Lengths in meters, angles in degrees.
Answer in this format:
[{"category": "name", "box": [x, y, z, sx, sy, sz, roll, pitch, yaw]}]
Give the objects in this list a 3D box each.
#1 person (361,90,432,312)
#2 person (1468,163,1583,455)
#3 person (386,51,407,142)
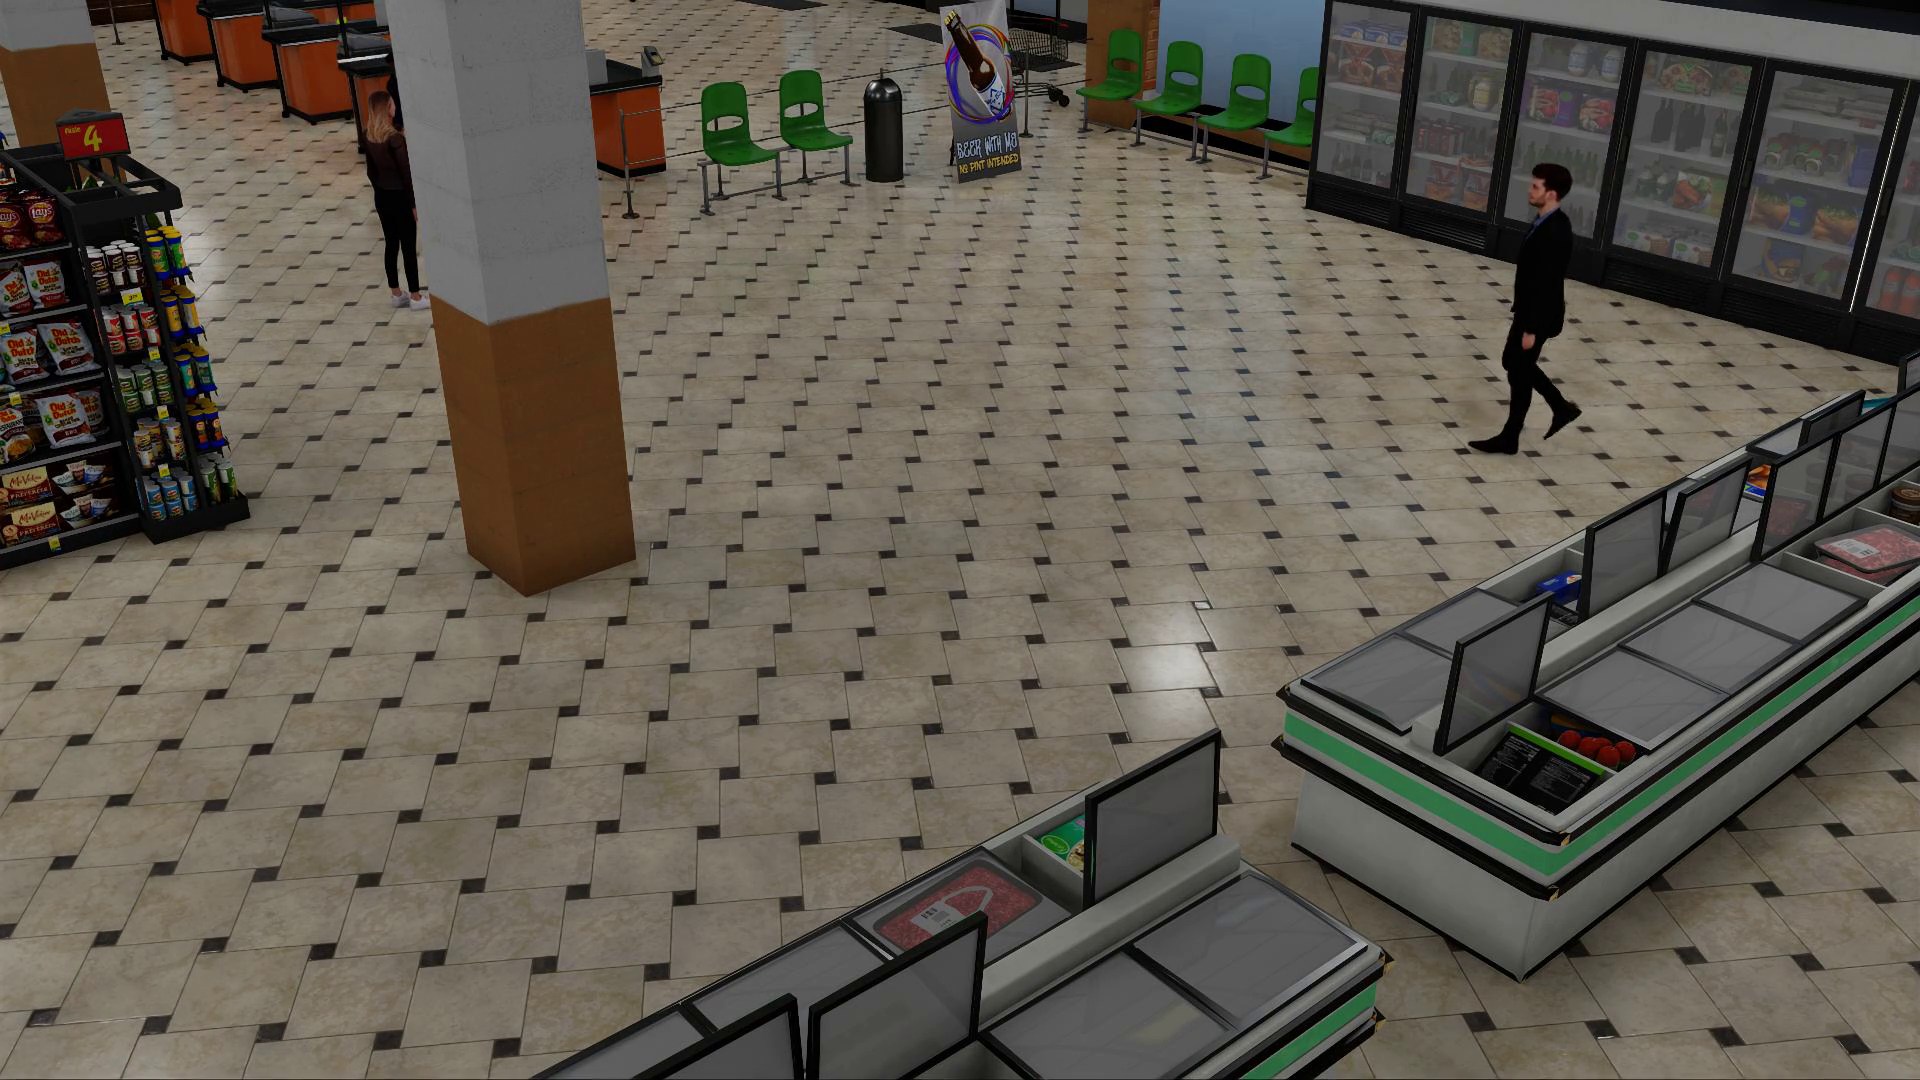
[{"category": "person", "box": [-4.417, -2.642, 12.980, 0.661, 1.704, 0.604, 16, 31, 29]}, {"category": "person", "box": [3.655, -1.400, 10.336, 1.029, 1.880, 0.998, 7, 28, 14]}, {"category": "person", "box": [-5.572, -4.257, 16.645, 0.667, 1.269, 0.597, 7, 28, 13]}]
